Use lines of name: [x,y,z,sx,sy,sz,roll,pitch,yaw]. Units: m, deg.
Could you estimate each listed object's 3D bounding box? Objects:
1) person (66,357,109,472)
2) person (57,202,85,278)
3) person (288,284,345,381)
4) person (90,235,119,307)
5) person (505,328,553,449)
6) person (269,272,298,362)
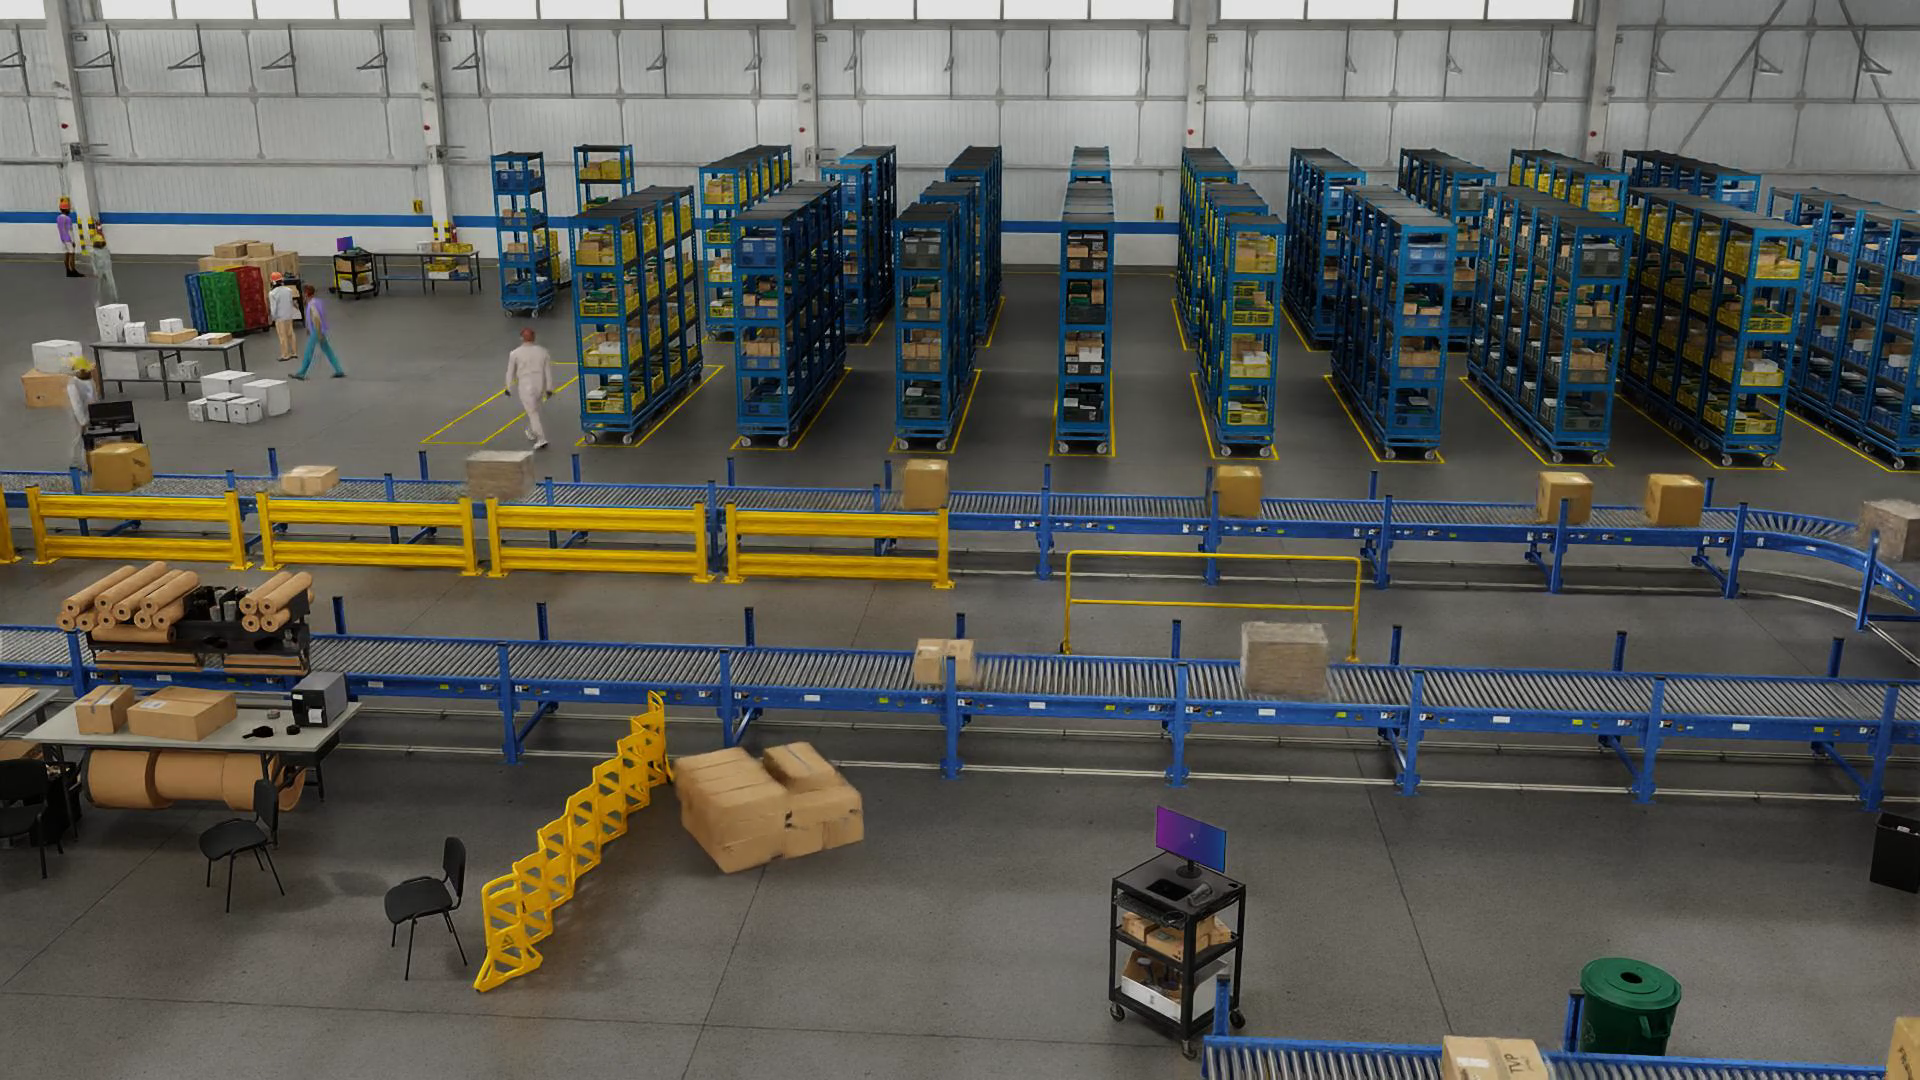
person: [-12.701,-1.794,24.319,0.923,1.783,0.609,1,18,3]
person: [-23.075,-7.774,43.056,0.546,1.939,0.375,12,21,33]
person: [-11.993,-3.850,30.849,1.007,1.789,0.574,-4,18,-13]
person: [-19.916,-6.236,38.564,0.872,1.708,0.495,12,21,32]
person: [-6.736,-2.394,26.133,0.647,1.859,1.012,-12,21,-34]
person: [-13.281,-4.374,32.565,0.328,1.753,0.560,7,19,21]
